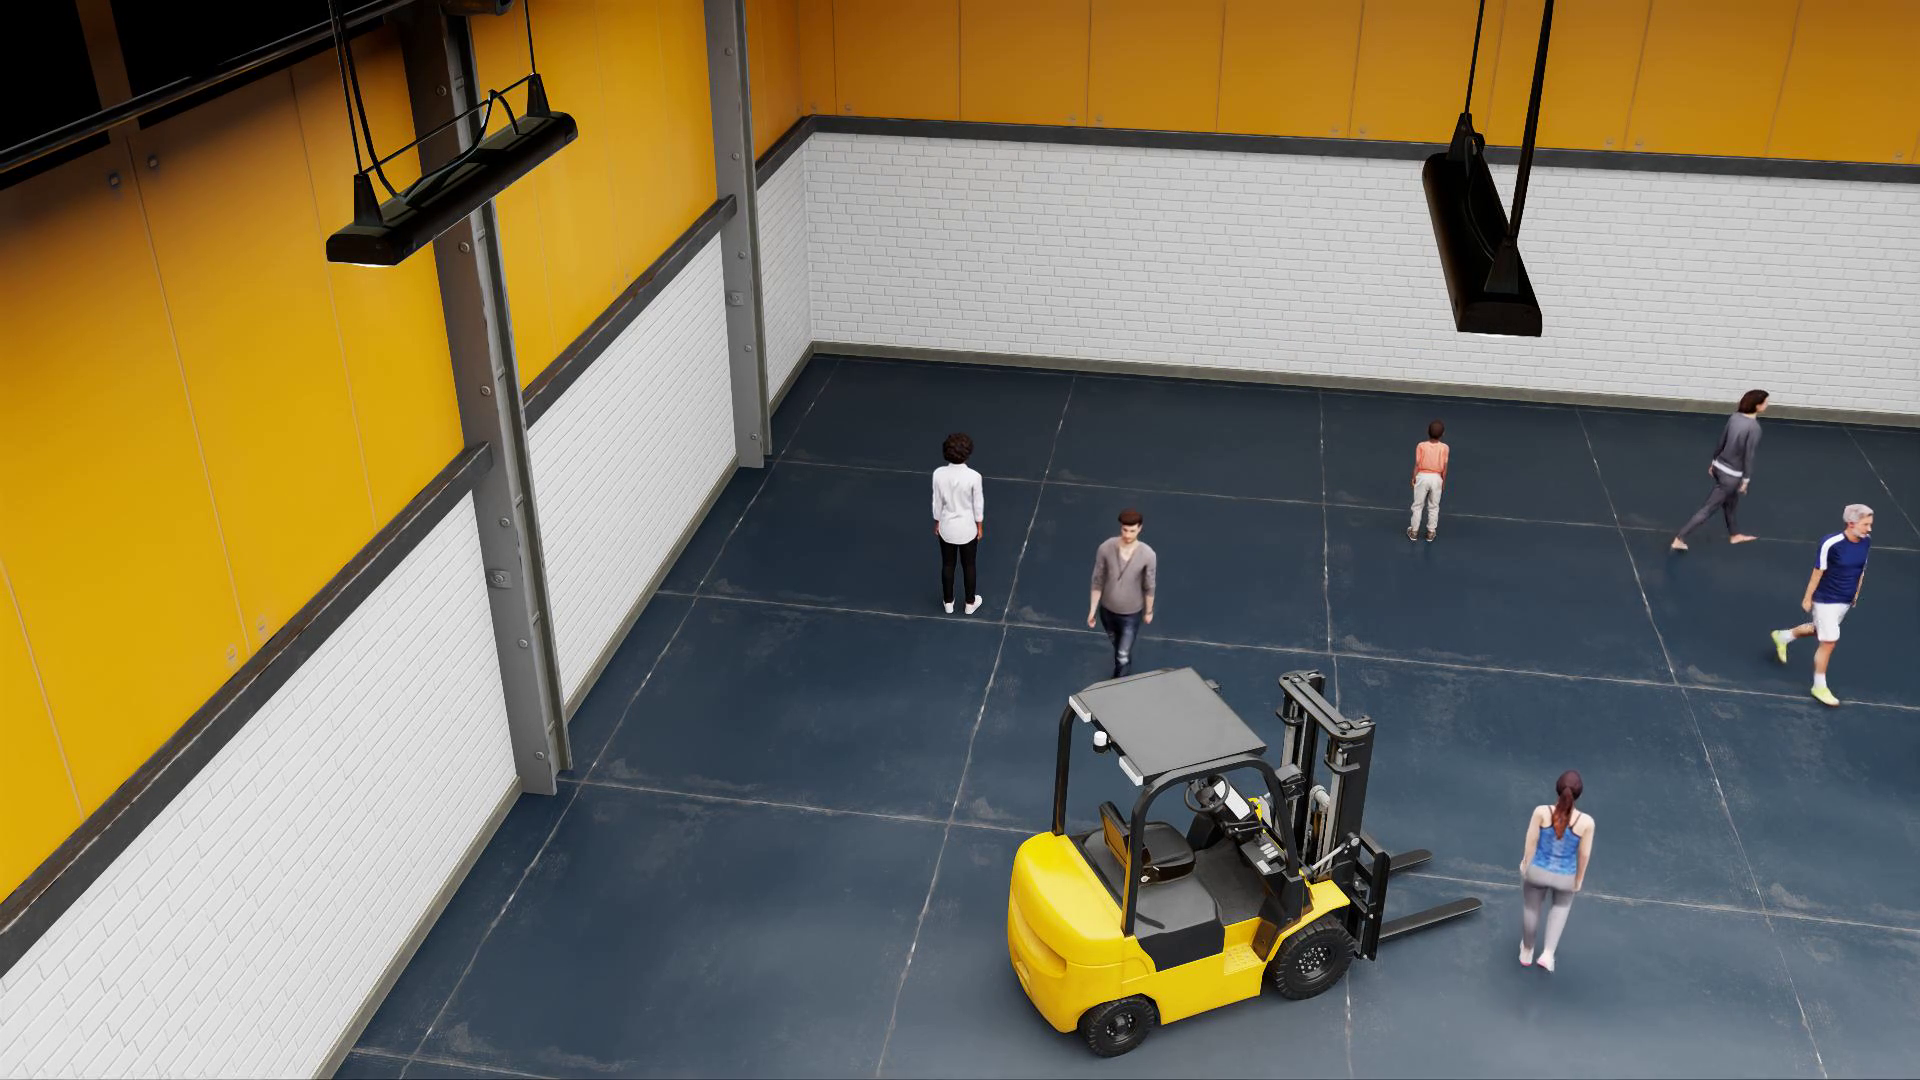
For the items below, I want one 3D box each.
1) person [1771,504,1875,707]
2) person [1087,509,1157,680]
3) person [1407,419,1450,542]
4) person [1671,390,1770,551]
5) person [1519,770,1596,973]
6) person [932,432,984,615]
[{"bbox_3d":[7.388,0.459,14.226,1.009,1.809,1.231,-10,30,-18],"label":"person"},{"bbox_3d":[1.379,0.546,14.021,0.881,1.851,1.310,12,31,20],"label":"person"},{"bbox_3d":[4.706,-0.604,16.695,0.477,1.310,0.470,6,29,10],"label":"person"},{"bbox_3d":[7.464,-0.641,16.344,0.936,1.713,1.193,-5,29,-9],"label":"person"},{"bbox_3d":[3.955,2.263,11.136,0.612,1.600,0.724,9,30,16],"label":"person"},{"bbox_3d":[-0.017,-0.151,15.345,0.616,1.809,0.545,6,29,10],"label":"person"}]
